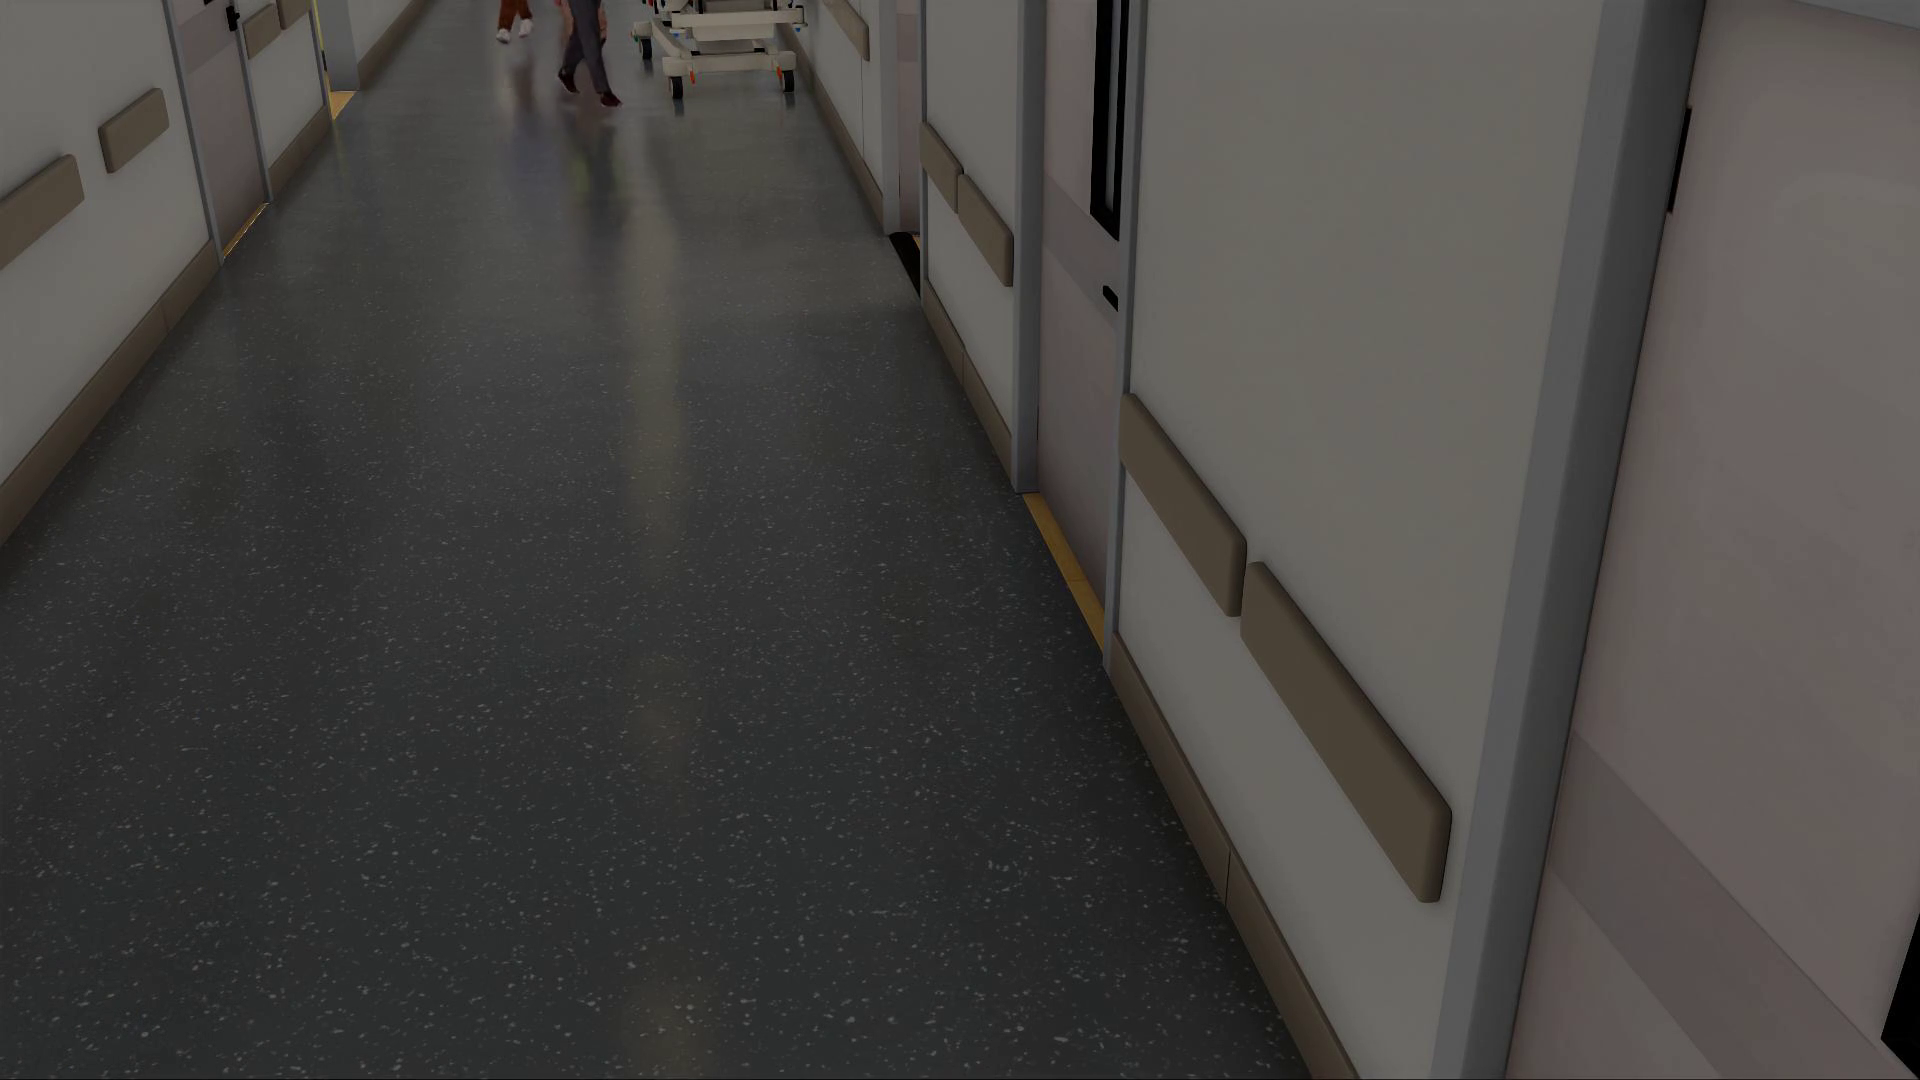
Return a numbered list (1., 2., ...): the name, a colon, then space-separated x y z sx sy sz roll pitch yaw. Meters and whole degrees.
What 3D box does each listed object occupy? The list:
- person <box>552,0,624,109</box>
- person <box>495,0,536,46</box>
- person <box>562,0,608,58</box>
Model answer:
1. person: -2.759 -3.988 11.980 1.172 1.690 1.092 -22 33 -38
2. person: -3.932 -5.246 14.501 1.173 1.766 1.008 3 26 7
3. person: -3.212 -4.960 13.843 0.864 1.821 0.790 -3 26 -7
